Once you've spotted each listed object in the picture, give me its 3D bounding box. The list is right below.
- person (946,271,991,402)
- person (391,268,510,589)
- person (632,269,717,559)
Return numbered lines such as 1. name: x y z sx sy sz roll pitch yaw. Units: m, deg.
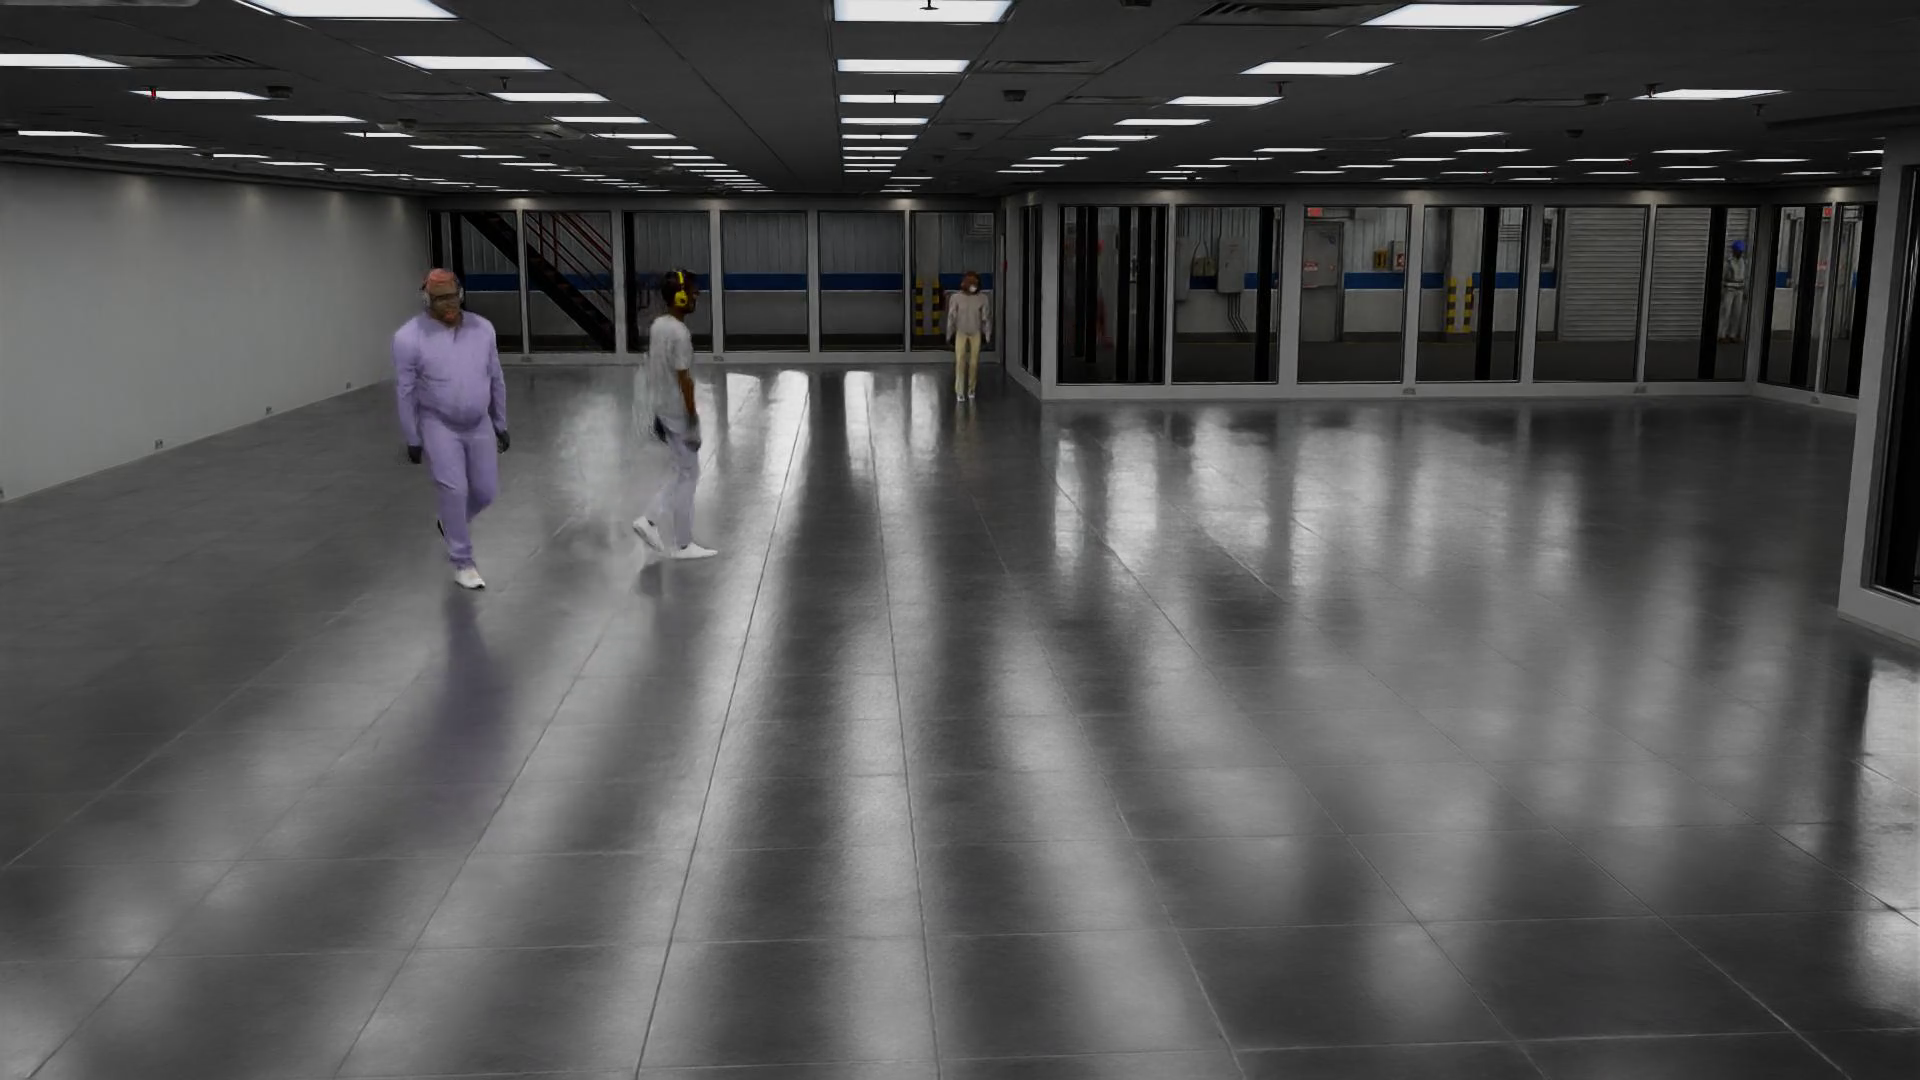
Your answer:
1. person: 0.108 -2.525 20.625 0.545 1.609 0.678 0 11 -1
2. person: -3.024 -0.669 9.864 0.651 1.880 0.627 -10 14 -43
3. person: -1.805 -0.780 10.544 0.449 1.853 0.552 -6 12 -30
